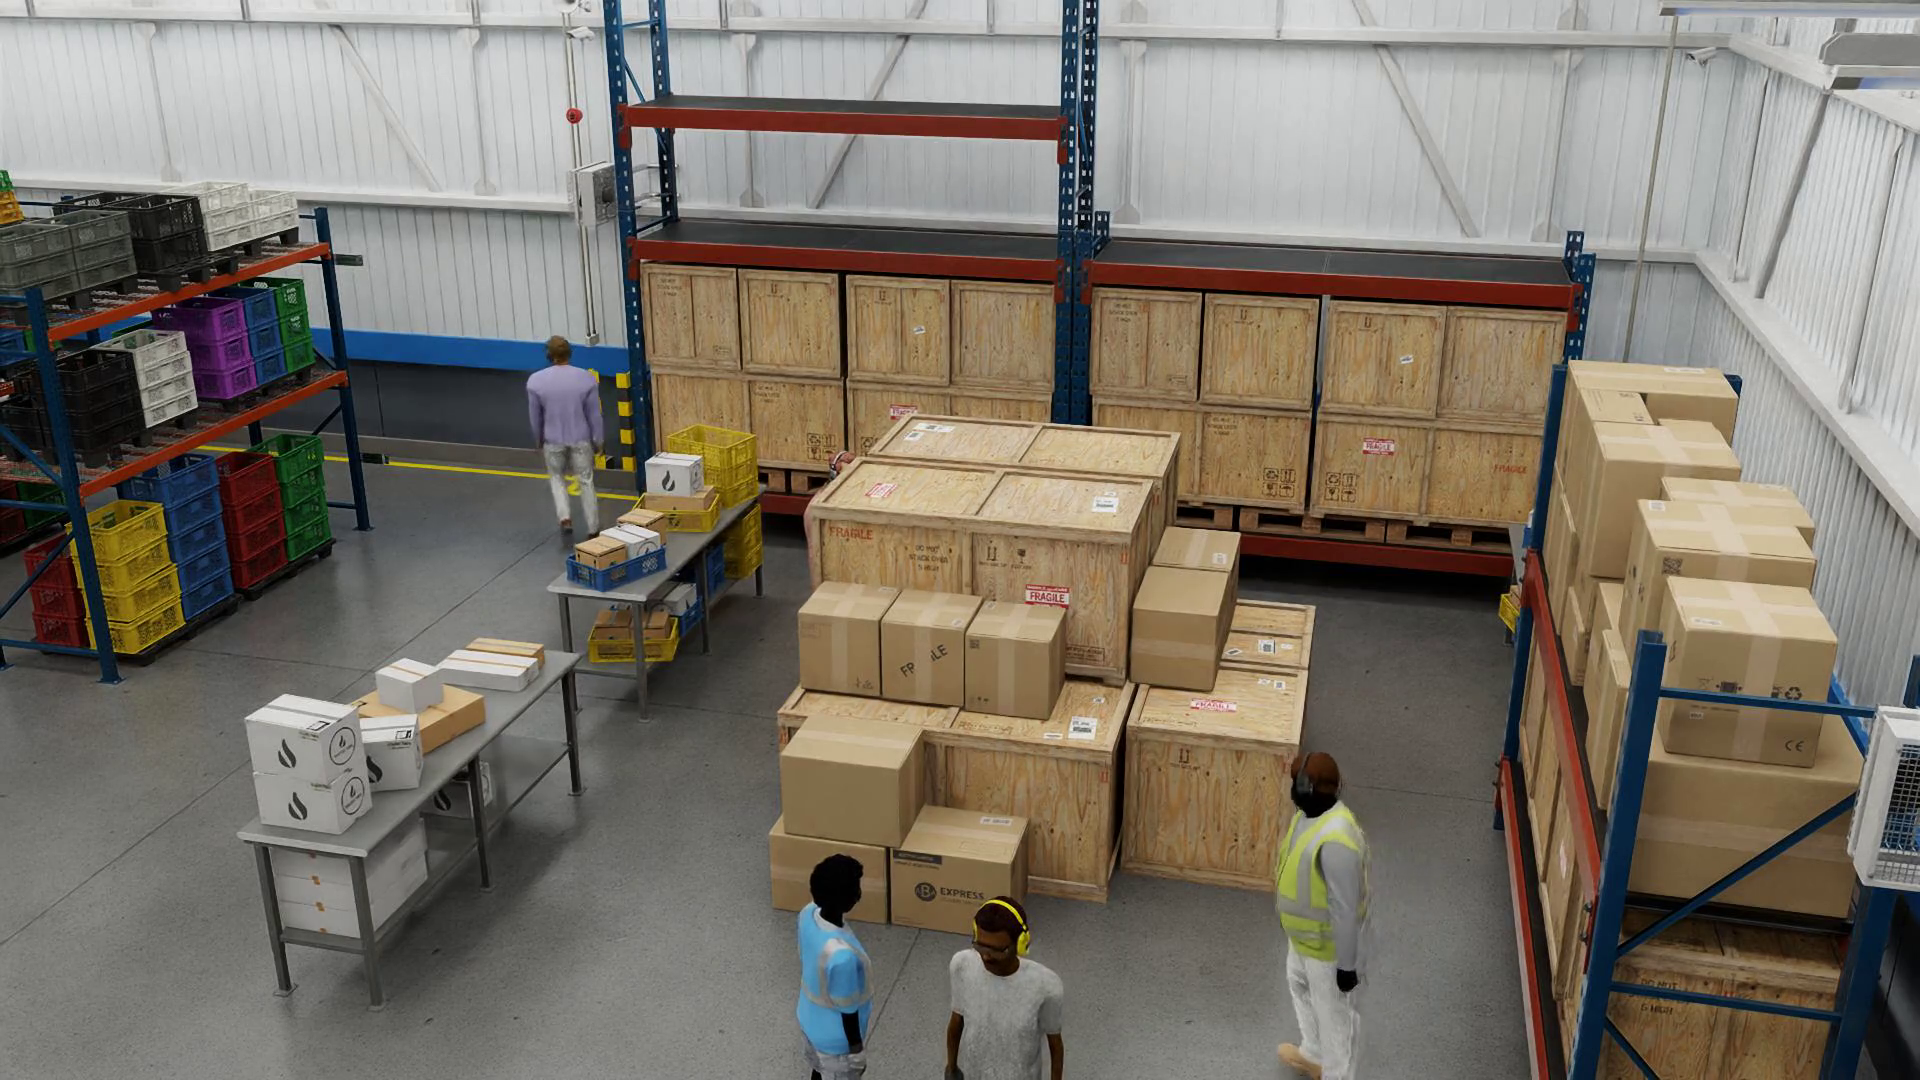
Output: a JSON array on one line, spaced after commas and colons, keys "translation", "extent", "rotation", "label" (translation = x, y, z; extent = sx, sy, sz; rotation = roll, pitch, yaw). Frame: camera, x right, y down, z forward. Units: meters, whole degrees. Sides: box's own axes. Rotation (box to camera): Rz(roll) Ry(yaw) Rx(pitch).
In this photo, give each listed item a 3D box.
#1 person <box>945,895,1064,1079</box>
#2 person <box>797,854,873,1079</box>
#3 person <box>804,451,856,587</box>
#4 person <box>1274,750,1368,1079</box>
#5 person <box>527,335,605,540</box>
[{"translation": [0.174, 2.272, 6.841], "extent": [0.526, 1.869, 0.315], "rotation": [8, 22, 20], "label": "person"}, {"translation": [-0.546, 2.157, 7.383], "extent": [0.318, 1.694, 0.533], "rotation": [-9, 23, -23], "label": "person"}, {"translation": [-0.820, 0.258, 12.079], "extent": [0.401, 1.900, 0.636], "rotation": [16, 26, 36], "label": "person"}, {"translation": [1.713, 1.905, 7.911], "extent": [0.433, 1.810, 0.762], "rotation": [-1, 21, -3], "label": "person"}, {"translation": [-3.552, -0.905, 15.094], "extent": [0.651, 1.910, 0.528], "rotation": [-6, 22, -15], "label": "person"}]
